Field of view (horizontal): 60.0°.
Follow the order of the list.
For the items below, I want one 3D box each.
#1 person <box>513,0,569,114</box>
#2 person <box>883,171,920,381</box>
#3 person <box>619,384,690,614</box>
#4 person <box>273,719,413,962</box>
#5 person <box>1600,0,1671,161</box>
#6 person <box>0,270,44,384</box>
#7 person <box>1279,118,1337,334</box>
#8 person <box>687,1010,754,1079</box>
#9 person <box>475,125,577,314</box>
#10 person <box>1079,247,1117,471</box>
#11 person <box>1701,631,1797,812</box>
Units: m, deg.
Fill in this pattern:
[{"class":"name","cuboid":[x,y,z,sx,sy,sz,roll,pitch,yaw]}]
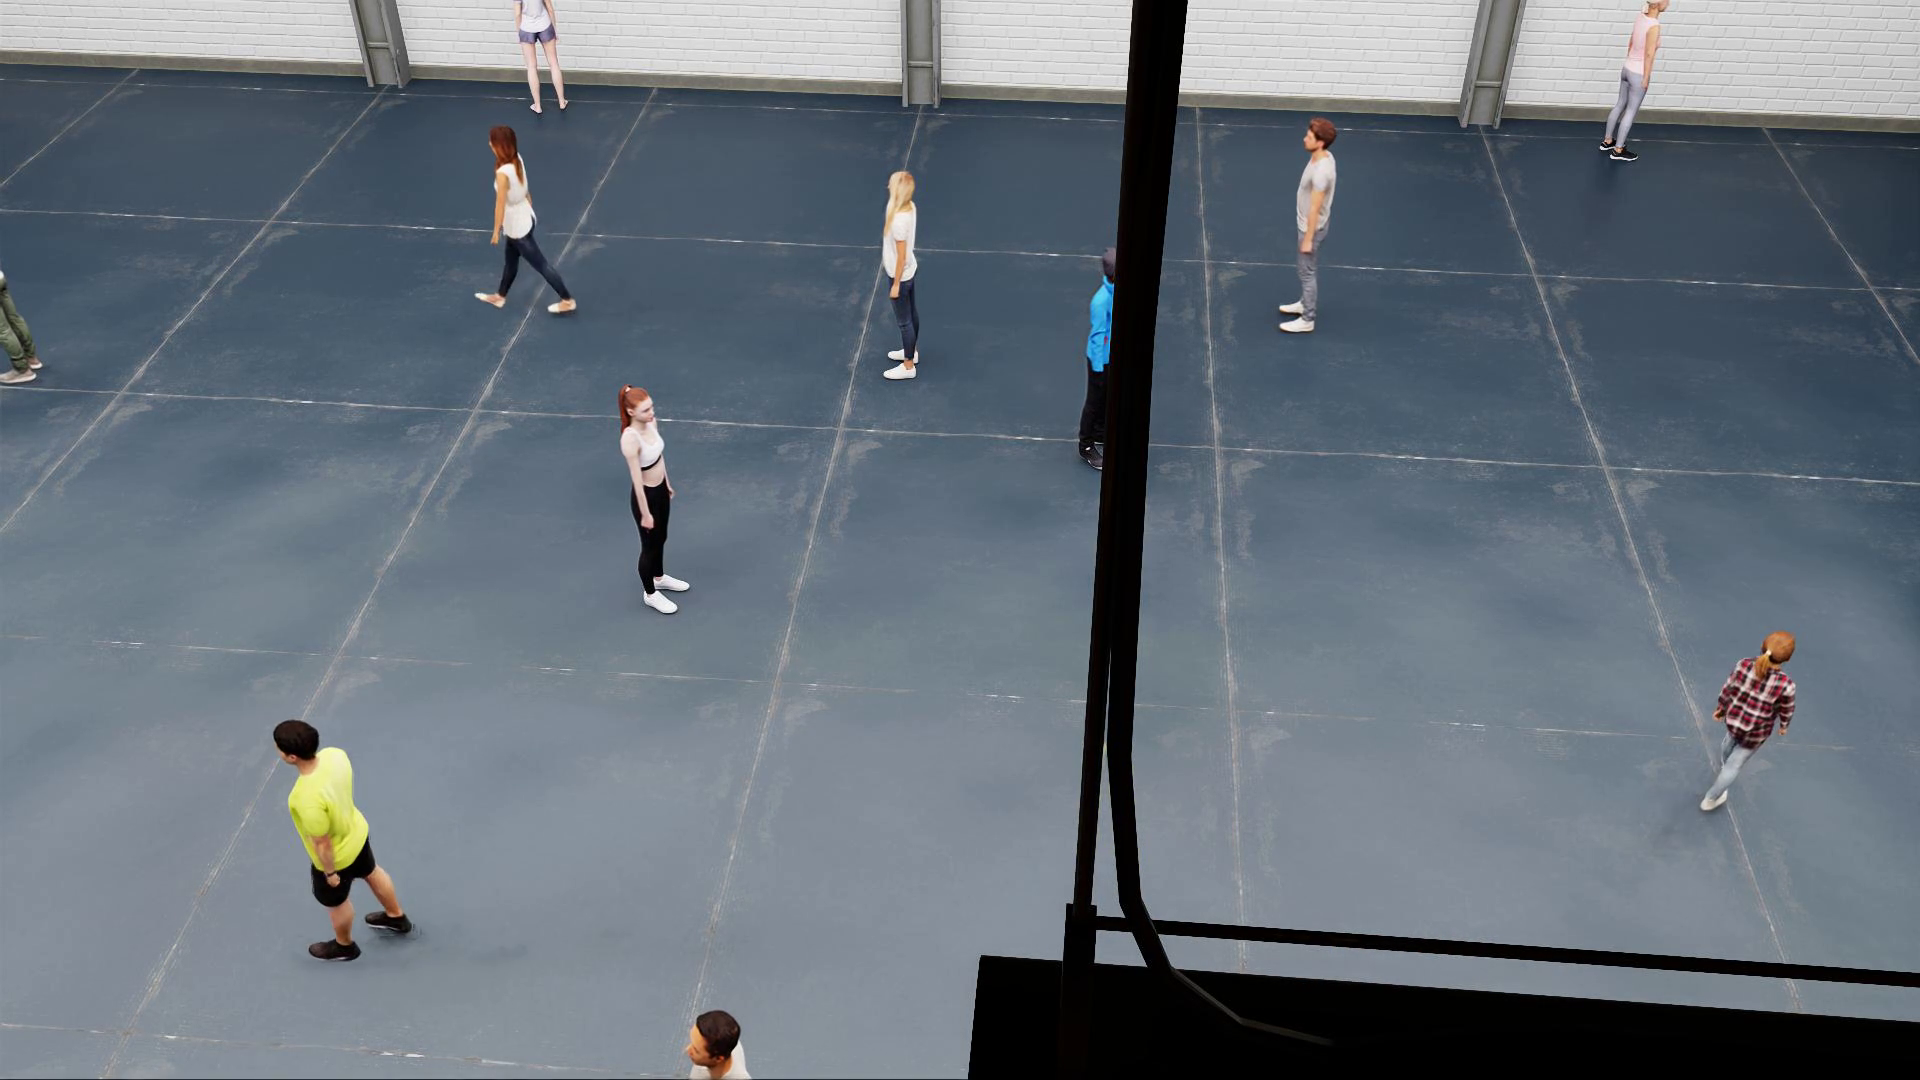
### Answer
[{"class":"person","cuboid":[-4.480,-5.394,17.557,0.626,1.766,0.729,-14,41,-17]},{"class":"person","cuboid":[-0.455,-2.148,13.459,0.488,1.809,0.585,4,39,5]},{"class":"person","cuboid":[-2.089,-0.288,11.184,0.559,1.742,0.616,9,39,11]},{"class":"person","cuboid":[-3.280,1.581,8.870,0.712,1.708,0.623,3,39,4]},{"class":"person","cuboid":[6.800,-4.701,16.724,0.565,1.724,0.598,-5,39,-6]},{"class":"person","cuboid":[-7.860,-2.042,13.450,0.545,1.654,0.580,1,39,1]},{"class":"person","cuboid":[2.975,-2.652,14.023,0.542,1.892,0.648,5,39,6]},{"class":"person","cuboid":[-1.020,2.674,7.419,0.733,1.812,0.730,-17,42,-20]},{"class":"person","cuboid":[-3.654,-2.665,14.165,1.118,1.736,0.656,1,39,1]},{"class":"person","cuboid":[1.098,-1.396,12.529,0.682,1.794,0.692,21,43,24]},{"class":"person","cuboid":[4.621,1.100,9.813,0.891,1.283,0.818,-25,45,-28]}]
